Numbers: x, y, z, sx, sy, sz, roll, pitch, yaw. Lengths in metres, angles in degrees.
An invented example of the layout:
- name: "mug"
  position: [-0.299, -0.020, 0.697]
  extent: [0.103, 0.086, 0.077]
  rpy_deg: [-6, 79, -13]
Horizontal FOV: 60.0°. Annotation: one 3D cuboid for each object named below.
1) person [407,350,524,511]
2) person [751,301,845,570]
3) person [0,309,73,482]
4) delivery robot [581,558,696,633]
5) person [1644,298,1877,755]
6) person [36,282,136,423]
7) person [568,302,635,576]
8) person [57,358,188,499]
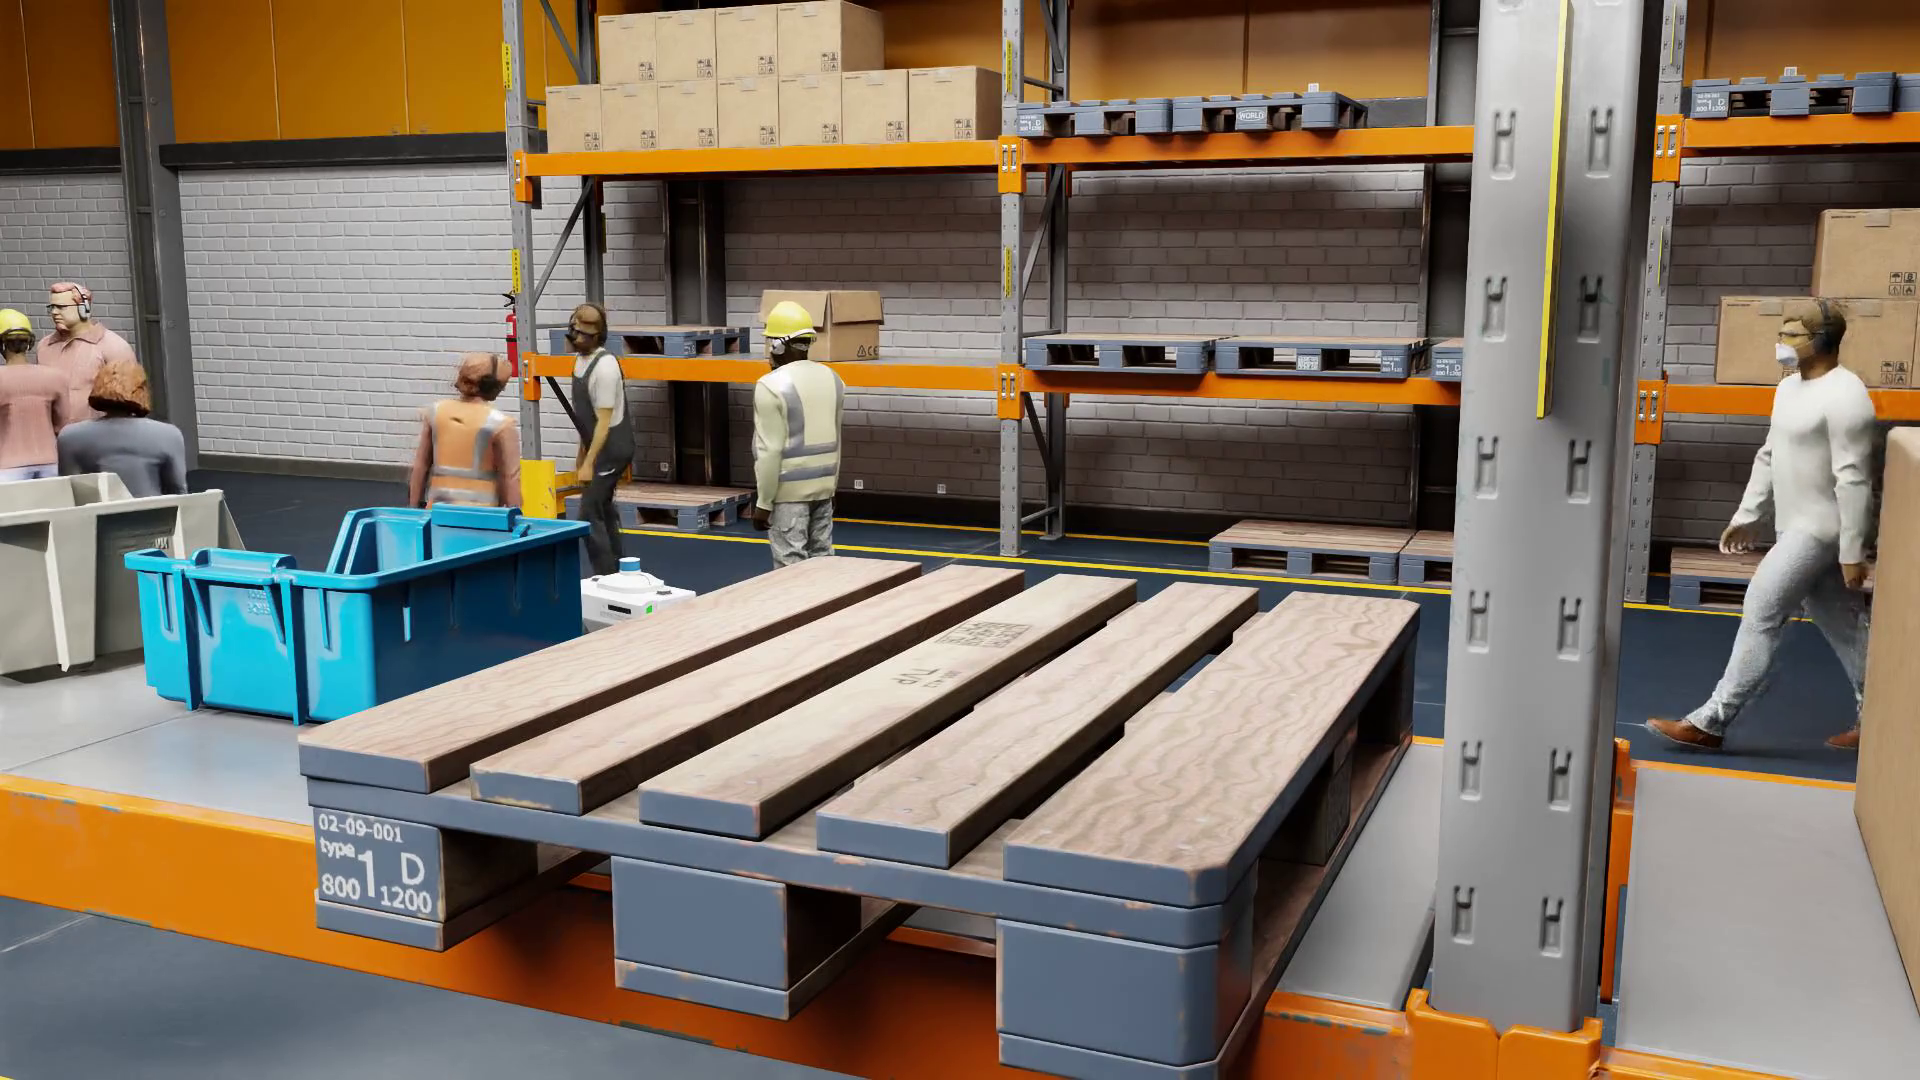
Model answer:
- name: "person"
  position: [-2.361, -0.083, 7.846]
  extent: [0.563, 1.608, 0.566]
  rpy_deg: [3, 10, 18]
- name: "person"
  position: [-0.814, -0.248, 8.175]
  extent: [0.404, 1.834, 0.591]
  rpy_deg: [6, 11, 34]
- name: "person"
  position: [-5.246, -0.406, 9.334]
  extent: [0.330, 1.765, 0.533]
  rpy_deg: [7, 12, 38]
- name: "delivery robot"
  position: [-1.630, 0.331, 8.250]
  extent: [0.707, 0.478, 0.477]
  rpy_deg: [8, 13, 40]
- name: "person"
  position: [3.422, -0.029, 6.751]
  extent: [1.068, 1.885, 0.635]
  rpy_deg: [2, 10, 9]
- name: "person"
  position: [-5.203, -0.566, 9.865]
  extent: [0.653, 1.906, 0.405]
  rpy_deg: [2, 10, 12]
- name: "person"
  position: [-2.089, -0.474, 9.626]
  extent: [0.474, 1.801, 0.553]
  rpy_deg: [-4, 10, -25]
- name: "person"
  position: [-3.622, 0.018, 7.230]
  extent: [0.516, 1.607, 0.444]
  rpy_deg: [-5, 11, -26]
